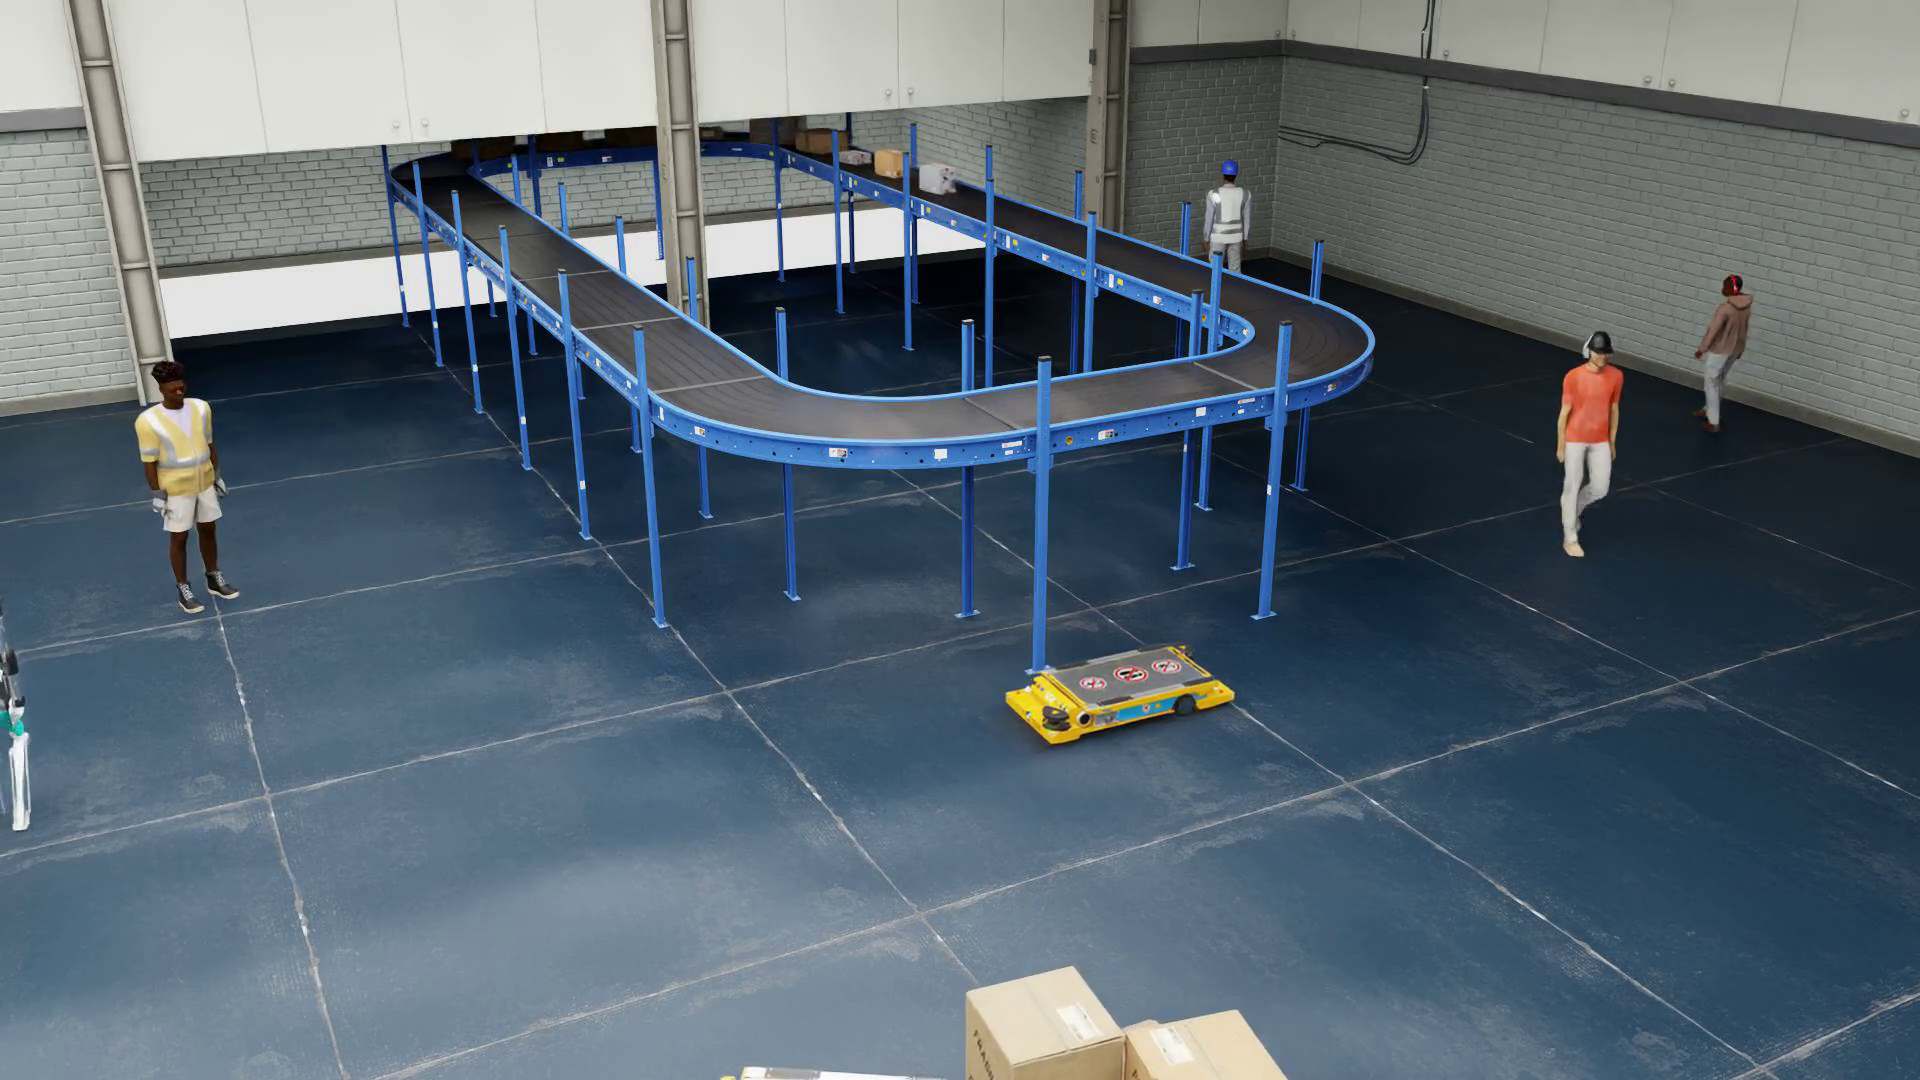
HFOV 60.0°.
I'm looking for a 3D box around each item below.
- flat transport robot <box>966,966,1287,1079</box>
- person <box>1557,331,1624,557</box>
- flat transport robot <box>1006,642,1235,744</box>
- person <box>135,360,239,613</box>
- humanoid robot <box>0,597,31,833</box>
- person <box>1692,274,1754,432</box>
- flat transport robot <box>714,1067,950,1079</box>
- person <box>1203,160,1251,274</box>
[{"bbox_3d":[0.726,2.761,7.051,1.431,0.231,0.659,-10,24,-24],"label":"flat transport robot"},{"bbox_3d":[5.163,-0.815,13.721,0.501,1.901,0.547,0,22,0],"label":"person"},{"bbox_3d":[1.094,1.031,11.326,1.431,0.231,0.659,-10,24,-24],"label":"flat transport robot"},{"bbox_3d":[-5.882,-0.425,12.665,0.362,1.963,0.611,13,25,29],"label":"person"},{"bbox_3d":[-5.710,0.898,9.743,0.531,1.826,0.673,-5,23,-13],"label":"humanoid robot"},{"bbox_3d":[7.701,-1.916,16.832,0.532,1.600,0.575,-11,25,-26],"label":"person"},{"bbox_3d":[-0.570,2.651,7.324,1.431,0.231,0.659,2,22,5],"label":"flat transport robot"},{"bbox_3d":[3.380,-3.841,21.132,0.613,1.945,0.399,-3,22,-8],"label":"person"}]
